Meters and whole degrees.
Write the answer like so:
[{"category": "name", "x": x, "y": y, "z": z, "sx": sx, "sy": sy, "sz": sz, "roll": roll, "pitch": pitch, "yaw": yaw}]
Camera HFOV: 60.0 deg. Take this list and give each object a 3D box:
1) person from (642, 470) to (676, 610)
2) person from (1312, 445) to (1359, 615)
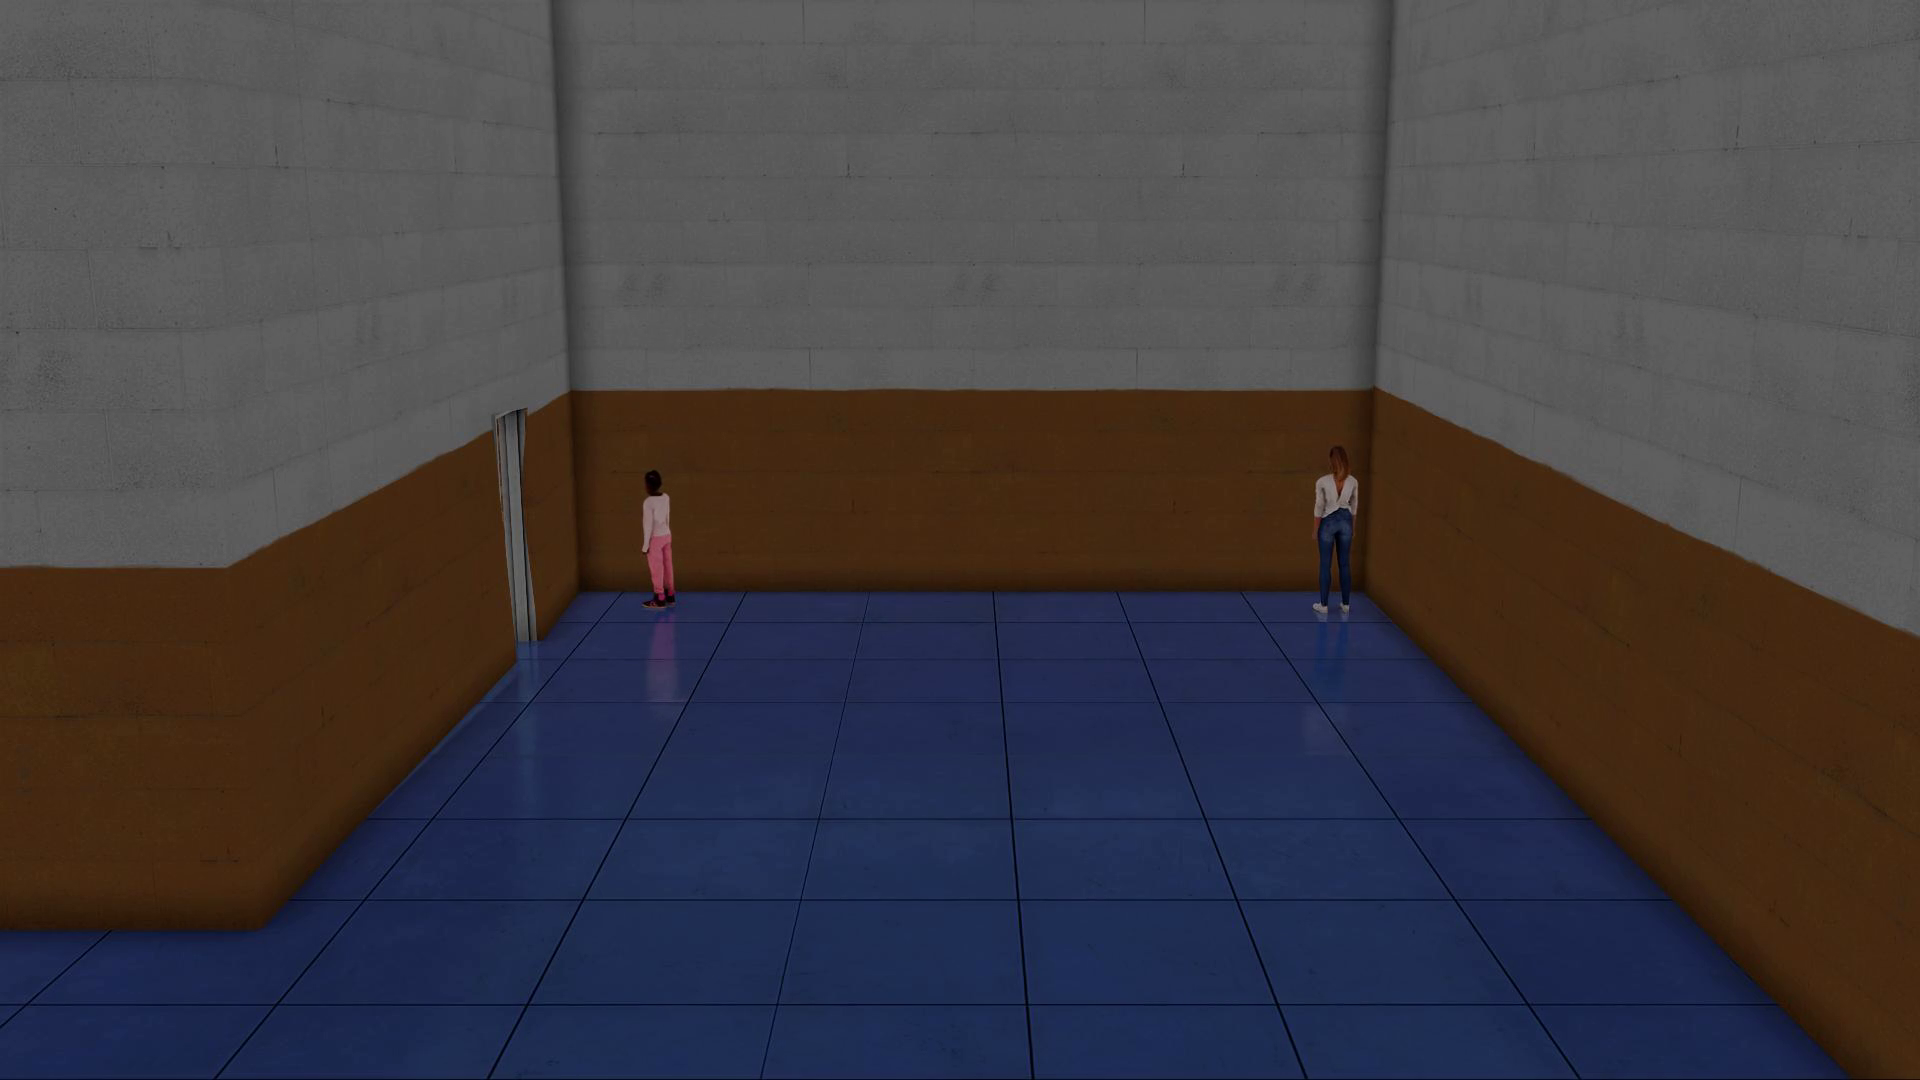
[{"category": "person", "x": -3.112, "y": -0.024, "z": 17.184, "sx": 0.640, "sy": 1.450, "sz": 0.623, "roll": 7, "pitch": 14, "yaw": 29}, {"category": "person", "x": 3.826, "y": -0.115, "z": 16.935, "sx": 0.495, "sy": 1.732, "sz": 0.689, "roll": -1, "pitch": 12, "yaw": -6}]
